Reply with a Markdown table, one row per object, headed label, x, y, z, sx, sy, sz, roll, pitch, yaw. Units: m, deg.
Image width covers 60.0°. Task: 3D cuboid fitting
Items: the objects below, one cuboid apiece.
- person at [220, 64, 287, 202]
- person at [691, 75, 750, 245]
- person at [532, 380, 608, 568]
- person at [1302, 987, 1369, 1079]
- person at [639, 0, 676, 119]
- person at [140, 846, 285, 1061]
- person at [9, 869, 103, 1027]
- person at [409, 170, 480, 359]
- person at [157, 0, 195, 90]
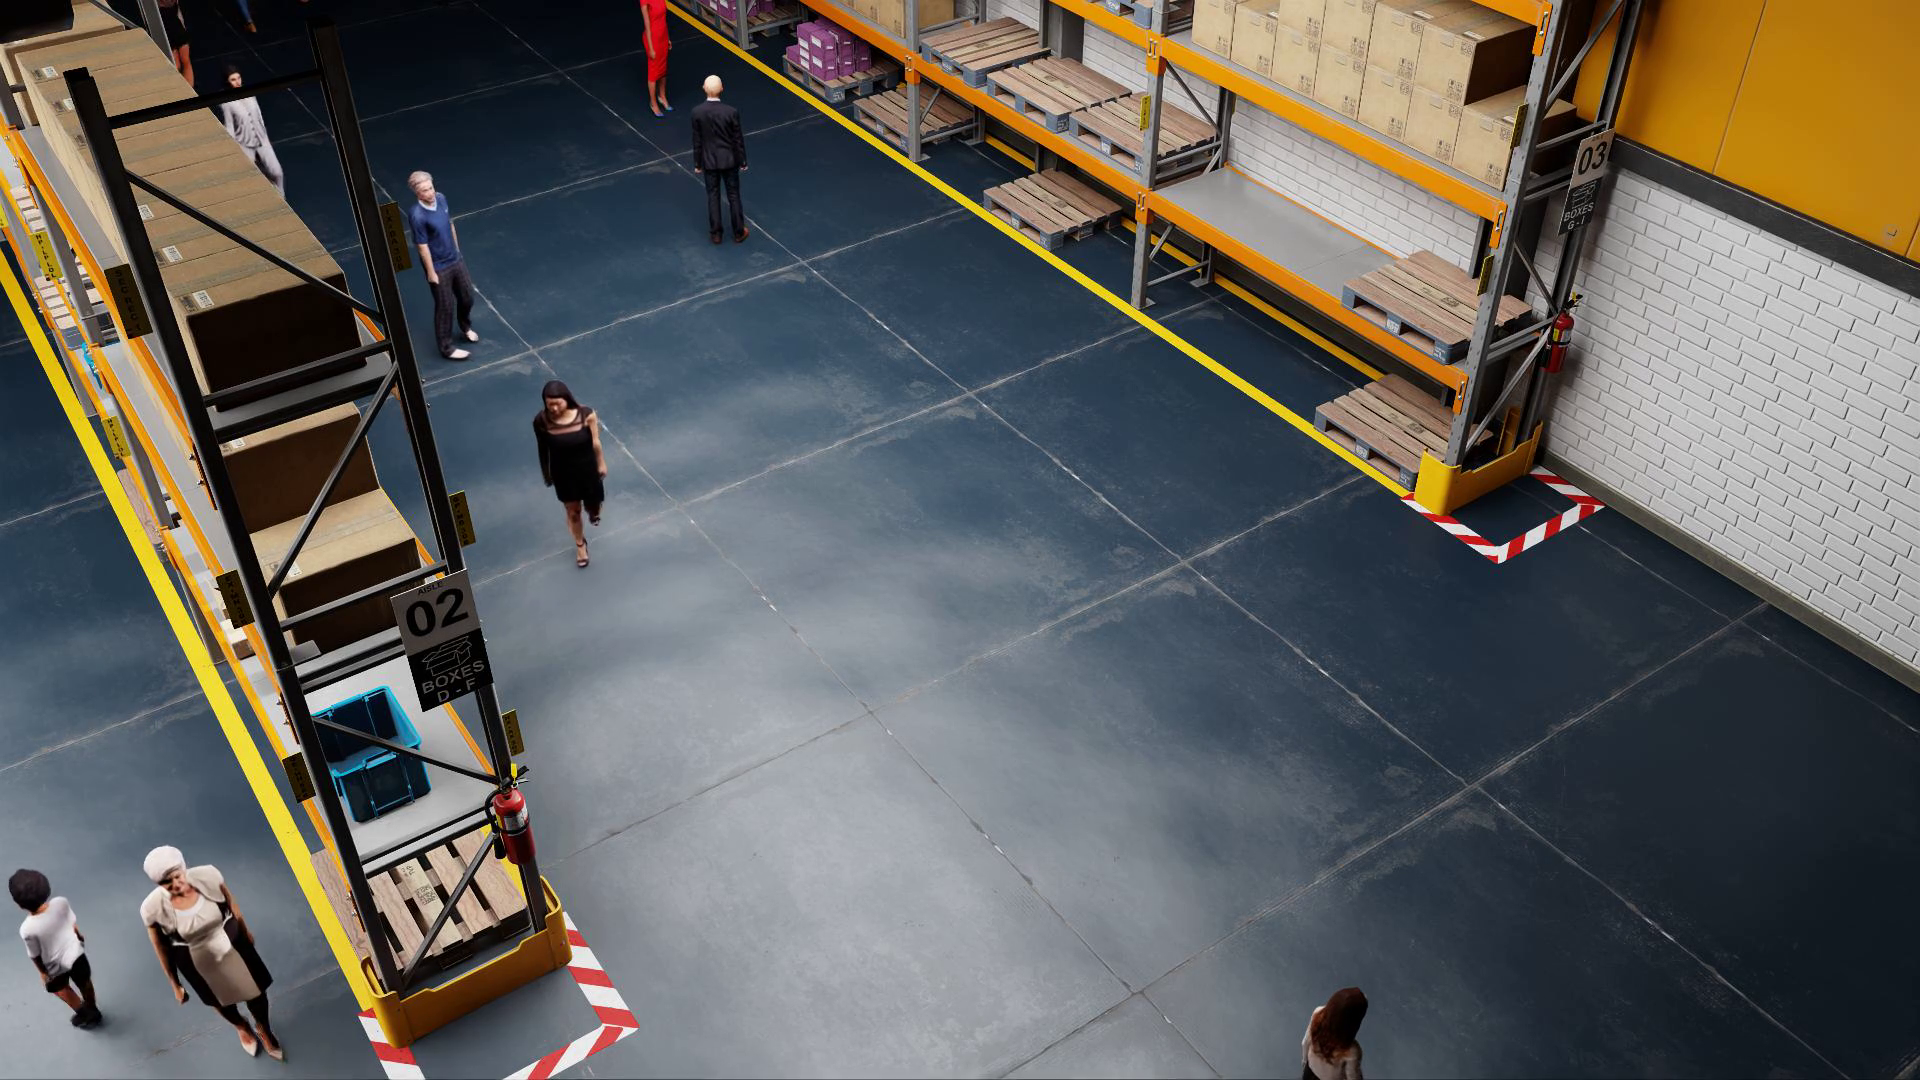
| label | x | y | z | sx | sy | sz | roll | pitch | yaw |
| --- | --- | --- | --- | --- | --- | --- | --- | --- | --- |
| person | -7.506 | -4.191 | 17.505 | 0.833 | 1.741 | 0.718 | 27 | 46 | 30 |
| person | -2.470 | -3.899 | 17.094 | 0.775 | 1.798 | 0.775 | -1 | 39 | -2 |
| person | -3.009 | -0.566 | 12.995 | 0.829 | 1.704 | 0.922 | -7 | 39 | -8 |
| person | 1.955 | 2.880 | 8.857 | 0.614 | 1.484 | 0.416 | -21 | 43 | -24 |
| person | -3.580 | -5.863 | 19.597 | 0.655 | 1.743 | 0.645 | 16 | 41 | 19 |
| person | -4.252 | 2.282 | 9.398 | 0.638 | 1.743 | 0.633 | -25 | 45 | -28 |
| person | -5.179 | 2.401 | 9.644 | 0.607 | 1.251 | 0.570 | 17 | 41 | 20 |
| person | -4.809 | -2.555 | 15.364 | 0.786 | 1.857 | 0.788 | 12 | 40 | 14 |
| person | -9.477 | -6.041 | 19.885 | 0.824 | 1.662 | 0.718 | 21 | 43 | 24 |
